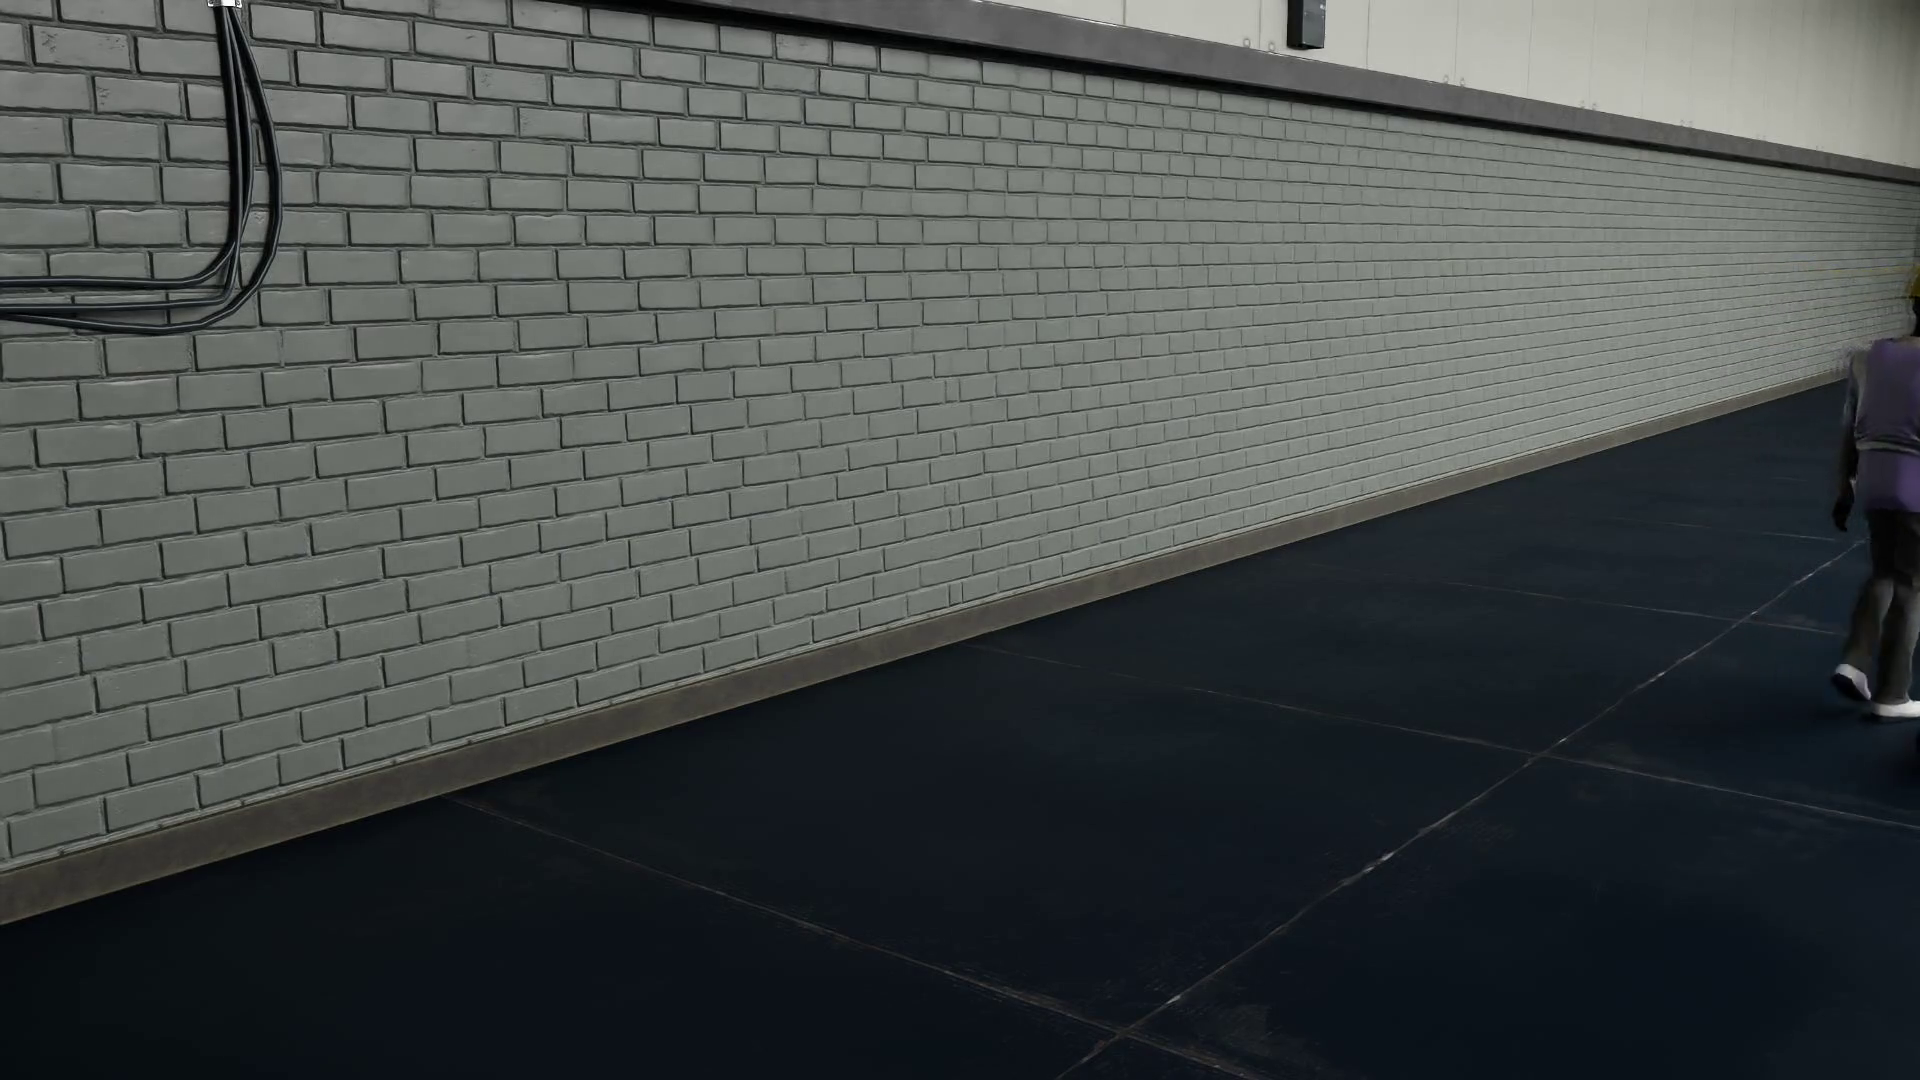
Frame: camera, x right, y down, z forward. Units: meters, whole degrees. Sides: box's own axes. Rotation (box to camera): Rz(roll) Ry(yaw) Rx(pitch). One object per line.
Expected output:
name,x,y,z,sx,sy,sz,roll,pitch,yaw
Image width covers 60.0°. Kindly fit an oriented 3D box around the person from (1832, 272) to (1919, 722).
person,3.946,-0.186,6.885,0.416,1.912,0.626,-5,11,-25
